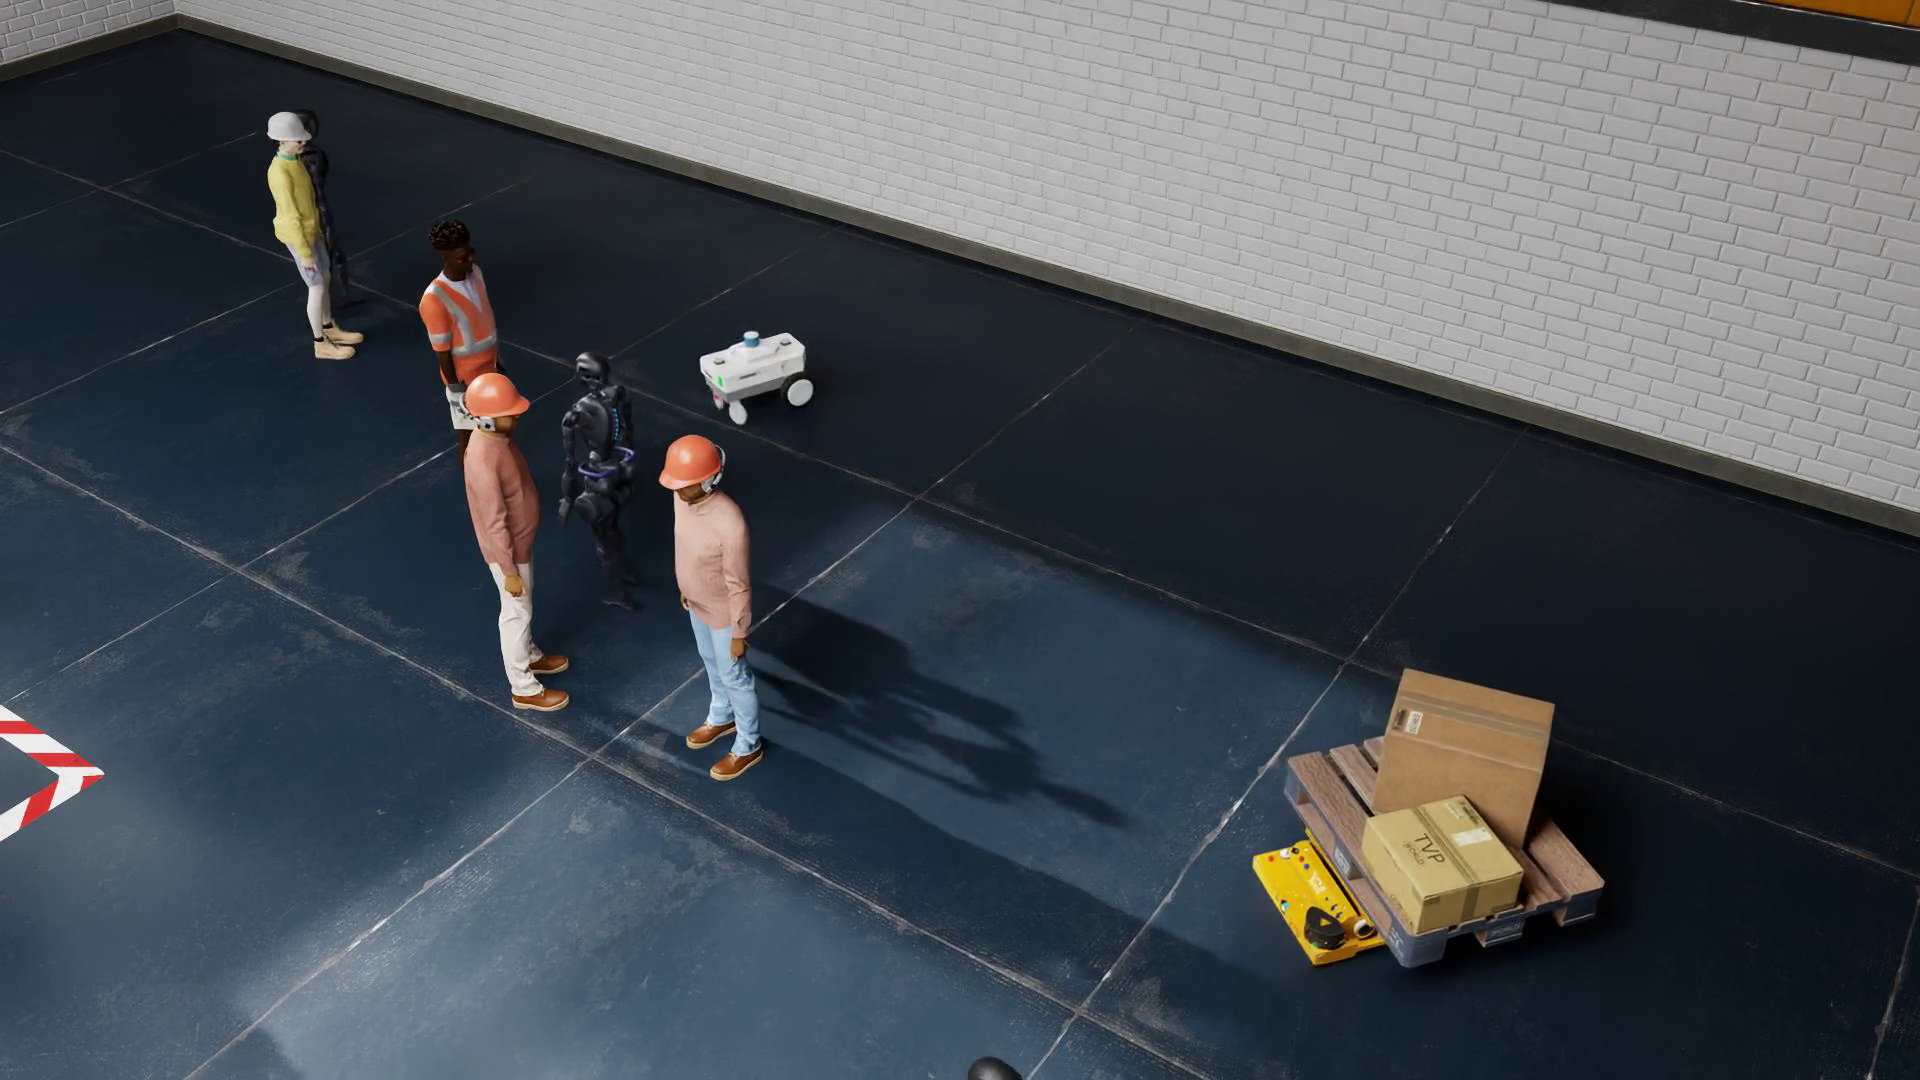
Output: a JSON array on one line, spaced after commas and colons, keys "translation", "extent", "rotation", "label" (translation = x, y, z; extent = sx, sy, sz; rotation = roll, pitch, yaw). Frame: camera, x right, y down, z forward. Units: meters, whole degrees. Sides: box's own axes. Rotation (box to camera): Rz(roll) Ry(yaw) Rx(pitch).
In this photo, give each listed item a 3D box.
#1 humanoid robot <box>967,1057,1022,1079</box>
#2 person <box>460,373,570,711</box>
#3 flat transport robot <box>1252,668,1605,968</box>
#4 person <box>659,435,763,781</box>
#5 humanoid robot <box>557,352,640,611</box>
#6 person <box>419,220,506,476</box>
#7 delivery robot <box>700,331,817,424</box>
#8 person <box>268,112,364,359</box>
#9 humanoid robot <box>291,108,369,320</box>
[{"translation": [0.124, 2.326, 5.716], "extent": [0.363, 1.648, 0.586], "rotation": [25, 42, 31], "label": "humanoid robot"}, {"translation": [-2.343, 0.005, 8.753], "extent": [0.394, 1.991, 0.621], "rotation": [-6, 35, -8], "label": "person"}, {"translation": [2.202, 1.586, 7.997], "extent": [1.431, 0.231, 0.659], "rotation": [-10, 36, -14], "label": "flat transport robot"}, {"translation": [-1.237, 0.325, 8.306], "extent": [0.403, 1.986, 0.610], "rotation": [-22, 41, -29], "label": "person"}, {"translation": [-2.082, -0.331, 9.513], "extent": [0.445, 1.652, 0.590], "rotation": [18, 39, 24], "label": "humanoid robot"}, {"translation": [-3.016, -1.064, 10.305], "extent": [0.368, 1.966, 0.603], "rotation": [7, 36, 10], "label": "person"}, {"translation": [-1.414, -1.183, 11.721], "extent": [0.784, 0.613, 0.506], "rotation": [-20, 40, -26], "label": "delivery robot"}, {"translation": [-4.709, -2.177, 11.977], "extent": [0.412, 1.878, 0.493], "rotation": [-5, 35, -7], "label": "person"}, {"translation": [-4.816, -2.447, 12.534], "extent": [0.461, 1.644, 0.608], "rotation": [-20, 40, -26], "label": "humanoid robot"}]
